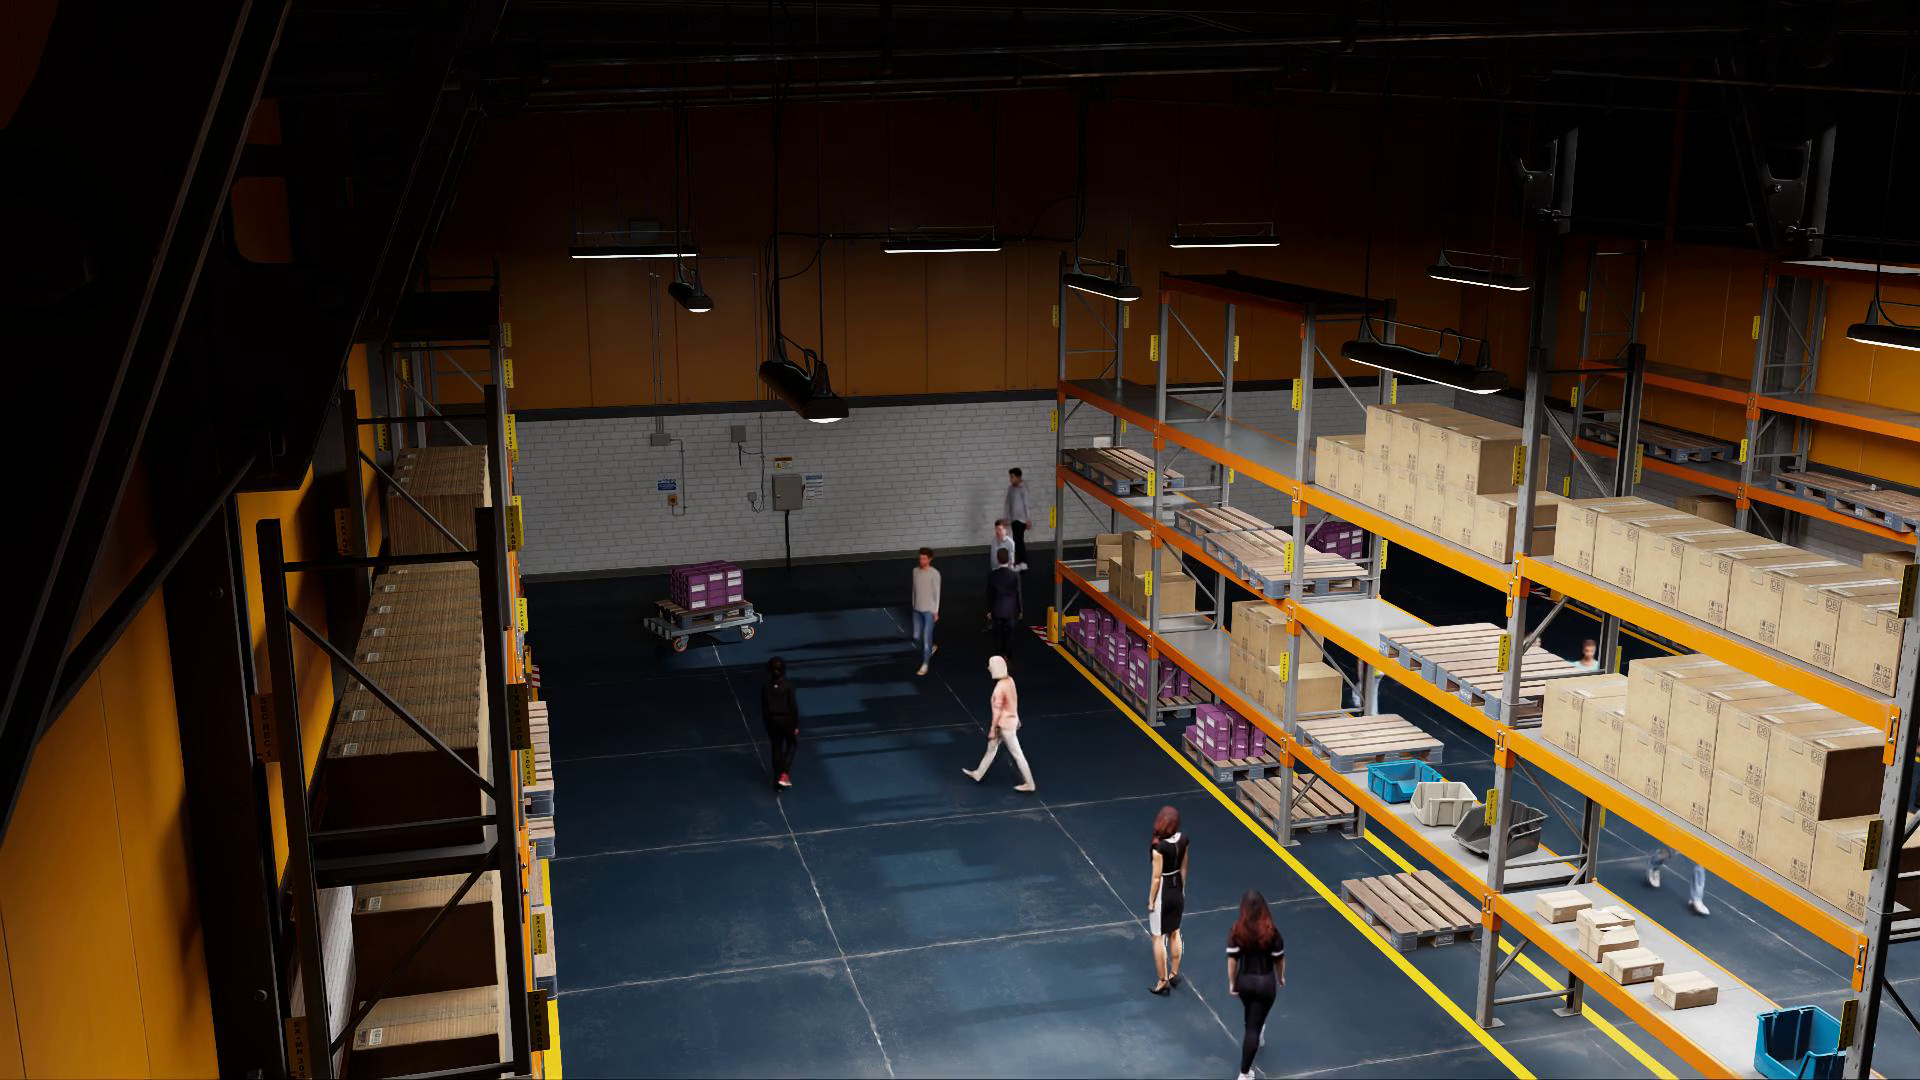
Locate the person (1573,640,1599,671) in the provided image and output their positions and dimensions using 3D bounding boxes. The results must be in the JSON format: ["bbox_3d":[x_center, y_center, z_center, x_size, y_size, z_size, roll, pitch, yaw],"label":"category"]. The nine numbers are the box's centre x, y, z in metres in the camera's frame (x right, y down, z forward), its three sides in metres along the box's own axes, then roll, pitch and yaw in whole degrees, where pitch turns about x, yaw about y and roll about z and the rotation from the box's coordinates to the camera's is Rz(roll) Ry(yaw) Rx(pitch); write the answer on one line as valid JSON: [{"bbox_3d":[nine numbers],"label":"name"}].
[{"bbox_3d":[7.845,1.990,20.968,0.853,1.520,1.132,2,14,10],"label":"person"}]

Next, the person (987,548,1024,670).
[{"bbox_3d":[0.646,1.028,24.345,0.912,1.801,1.023,3,14,12],"label":"person"}]

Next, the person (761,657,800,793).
[{"bbox_3d":[-2.149,2.212,19.746,0.711,1.664,0.725,2,14,10],"label":"person"}]

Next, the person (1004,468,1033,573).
[{"bbox_3d":[1.140,-0.372,29.903,0.949,1.907,0.905,-12,18,-40],"label":"person"}]

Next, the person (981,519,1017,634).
[{"bbox_3d":[0.727,0.553,26.249,0.933,1.827,0.980,8,16,31],"label":"person"}]

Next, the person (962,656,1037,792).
[{"bbox_3d":[0.645,2.218,19.714,1.057,1.669,1.171,4,14,16],"label":"person"}]

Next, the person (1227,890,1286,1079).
[{"bbox_3d":[2.412,3.719,13.679,1.035,1.591,1.190,5,15,21],"label":"person"}]

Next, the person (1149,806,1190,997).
[{"bbox_3d":[1.892,3.266,15.101,0.652,1.803,0.632,-10,17,-35],"label":"person"}]

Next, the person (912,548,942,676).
[{"bbox_3d":[-0.450,1.009,24.239,0.939,1.888,0.997,8,16,30],"label":"person"}]
